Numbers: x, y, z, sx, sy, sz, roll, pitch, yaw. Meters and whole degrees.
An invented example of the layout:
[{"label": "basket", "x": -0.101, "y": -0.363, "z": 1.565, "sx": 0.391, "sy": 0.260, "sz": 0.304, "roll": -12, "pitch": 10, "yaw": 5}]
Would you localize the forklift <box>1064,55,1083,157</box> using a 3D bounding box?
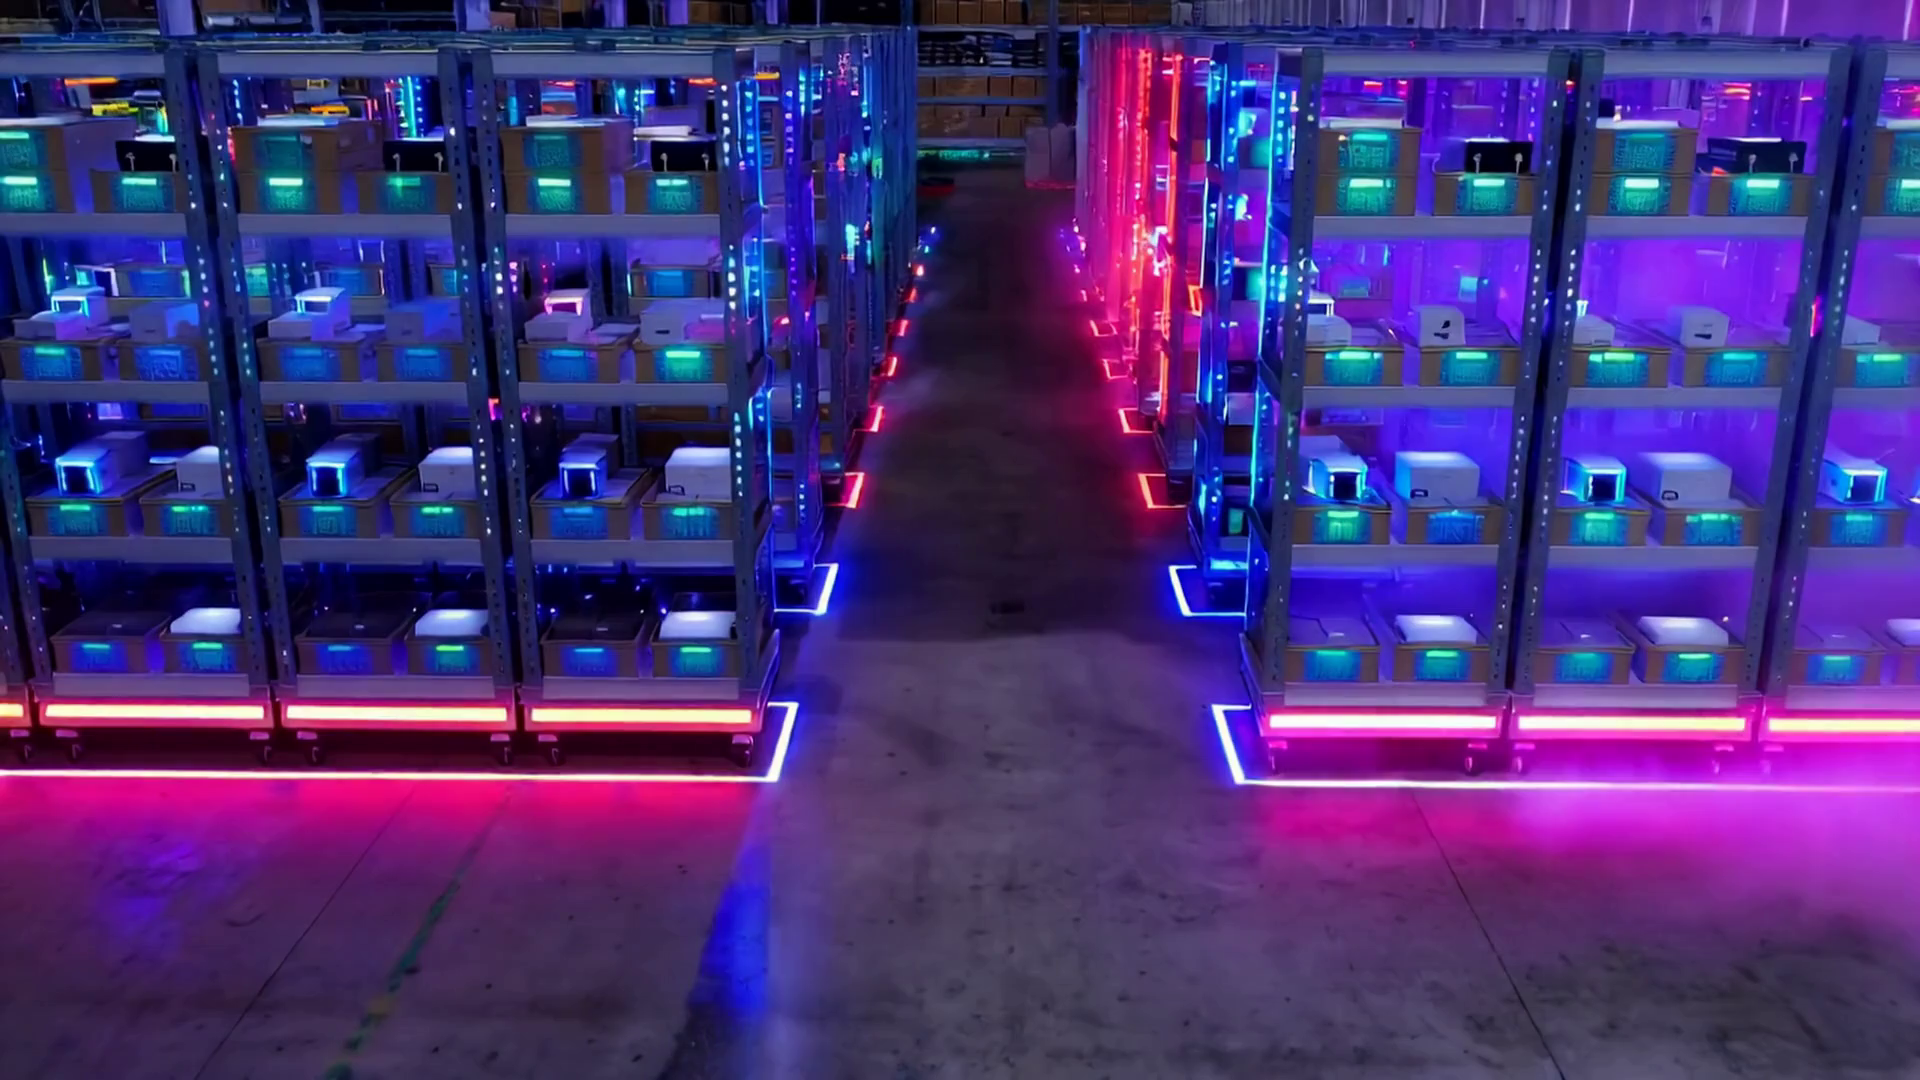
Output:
[{"label": "forklift", "x": 2.919, "y": -11.239, "z": 43.458, "sx": 1.873, "sy": 2.768, "sz": 1.129, "roll": 0, "pitch": 17, "yaw": 1}]
